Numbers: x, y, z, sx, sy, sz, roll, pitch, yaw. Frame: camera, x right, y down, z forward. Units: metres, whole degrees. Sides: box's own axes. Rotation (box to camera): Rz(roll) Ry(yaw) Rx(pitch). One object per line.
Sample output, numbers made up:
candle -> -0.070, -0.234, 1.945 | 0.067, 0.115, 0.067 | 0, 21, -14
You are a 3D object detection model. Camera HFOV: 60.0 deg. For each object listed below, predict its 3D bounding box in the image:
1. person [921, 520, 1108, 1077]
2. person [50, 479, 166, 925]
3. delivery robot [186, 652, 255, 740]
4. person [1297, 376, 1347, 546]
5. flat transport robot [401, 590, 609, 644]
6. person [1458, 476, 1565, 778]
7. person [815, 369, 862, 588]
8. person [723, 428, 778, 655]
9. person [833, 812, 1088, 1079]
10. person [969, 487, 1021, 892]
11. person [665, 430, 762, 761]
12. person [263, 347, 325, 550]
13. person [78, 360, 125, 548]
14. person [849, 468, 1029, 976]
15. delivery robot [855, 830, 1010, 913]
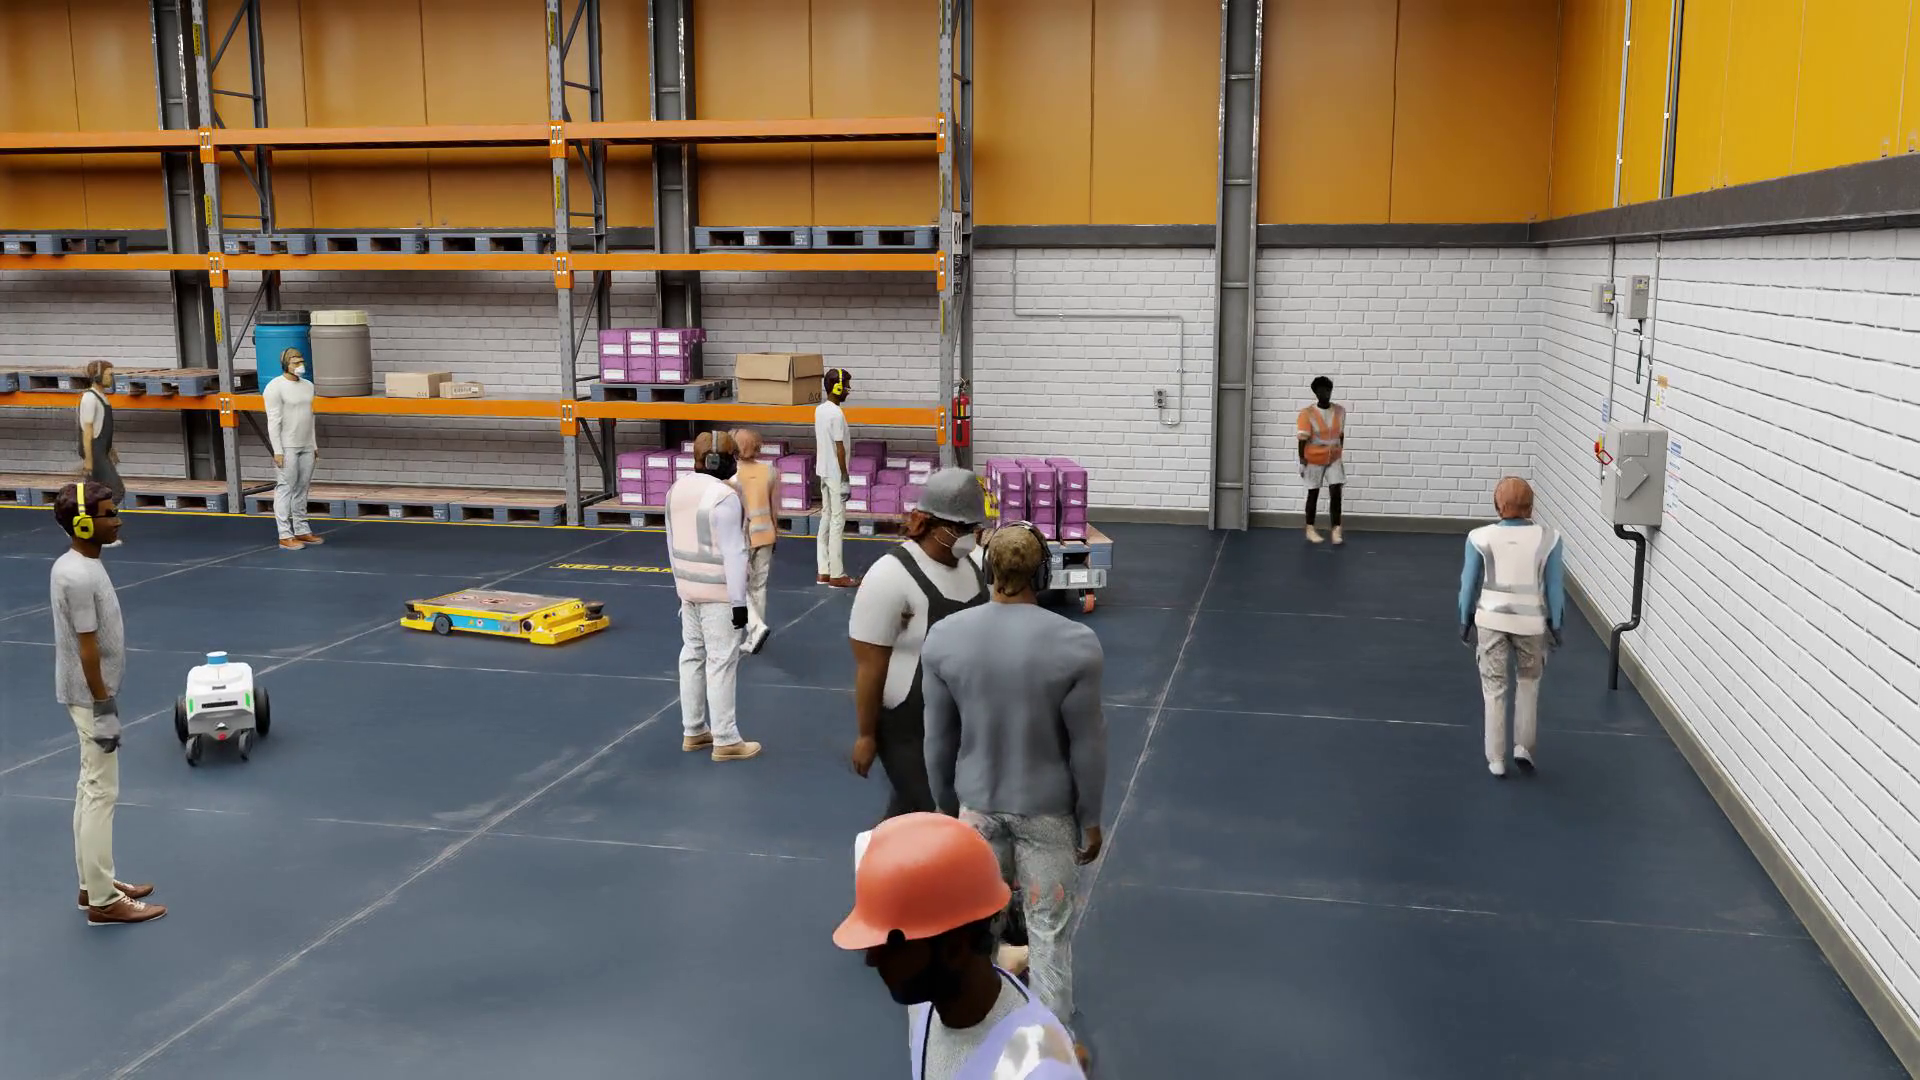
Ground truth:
person -> 0.185, 0.892, 5.527 | 0.627, 1.940, 0.373 | 3, 10, 17
person -> -3.614, 0.677, 6.997 | 0.326, 1.874, 0.518 | -6, 11, -32
delivery robot -> -4.192, 0.877, 9.426 | 0.477, 0.478, 0.707 | -4, 10, -23
person -> 3.502, -0.755, 16.081 | 0.552, 1.655, 0.701 | -2, 10, -14
flat transport robot -> -3.407, 0.556, 12.443 | 1.431, 0.197, 0.652 | 4, 11, 24
person -> 2.967, 0.463, 8.975 | 0.553, 1.617, 0.459 | 3, 10, 16
person -> -1.055, -0.525, 14.140 | 0.329, 1.865, 0.515 | -5, 11, -28
person -> -1.443, 0.028, 11.573 | 0.514, 1.622, 0.469 | -8, 12, -38
person -> 0.198, 1.361, 3.006 | 0.973, 1.875, 0.558 | -3, 10, -17
person -> 0.033, 0.650, 7.248 | 0.368, 1.846, 0.576 | -7, 12, -37
person -> -1.372, 0.305, 9.300 | 0.429, 1.839, 0.627 | -8, 13, -41
person -> -6.422, -0.888, 16.067 | 0.378, 1.940, 0.629 | 3, 10, 17
person -> -8.247, -0.812, 15.963 | 0.416, 1.823, 0.528 | -4, 10, -21
person -> -0.029, 0.677, 6.497 | 1.024, 2.000, 0.695 | 7, 12, 34
delivery robot -> -0.120, 1.341, 6.658 | 0.477, 0.478, 0.707 | -7, 12, -35
